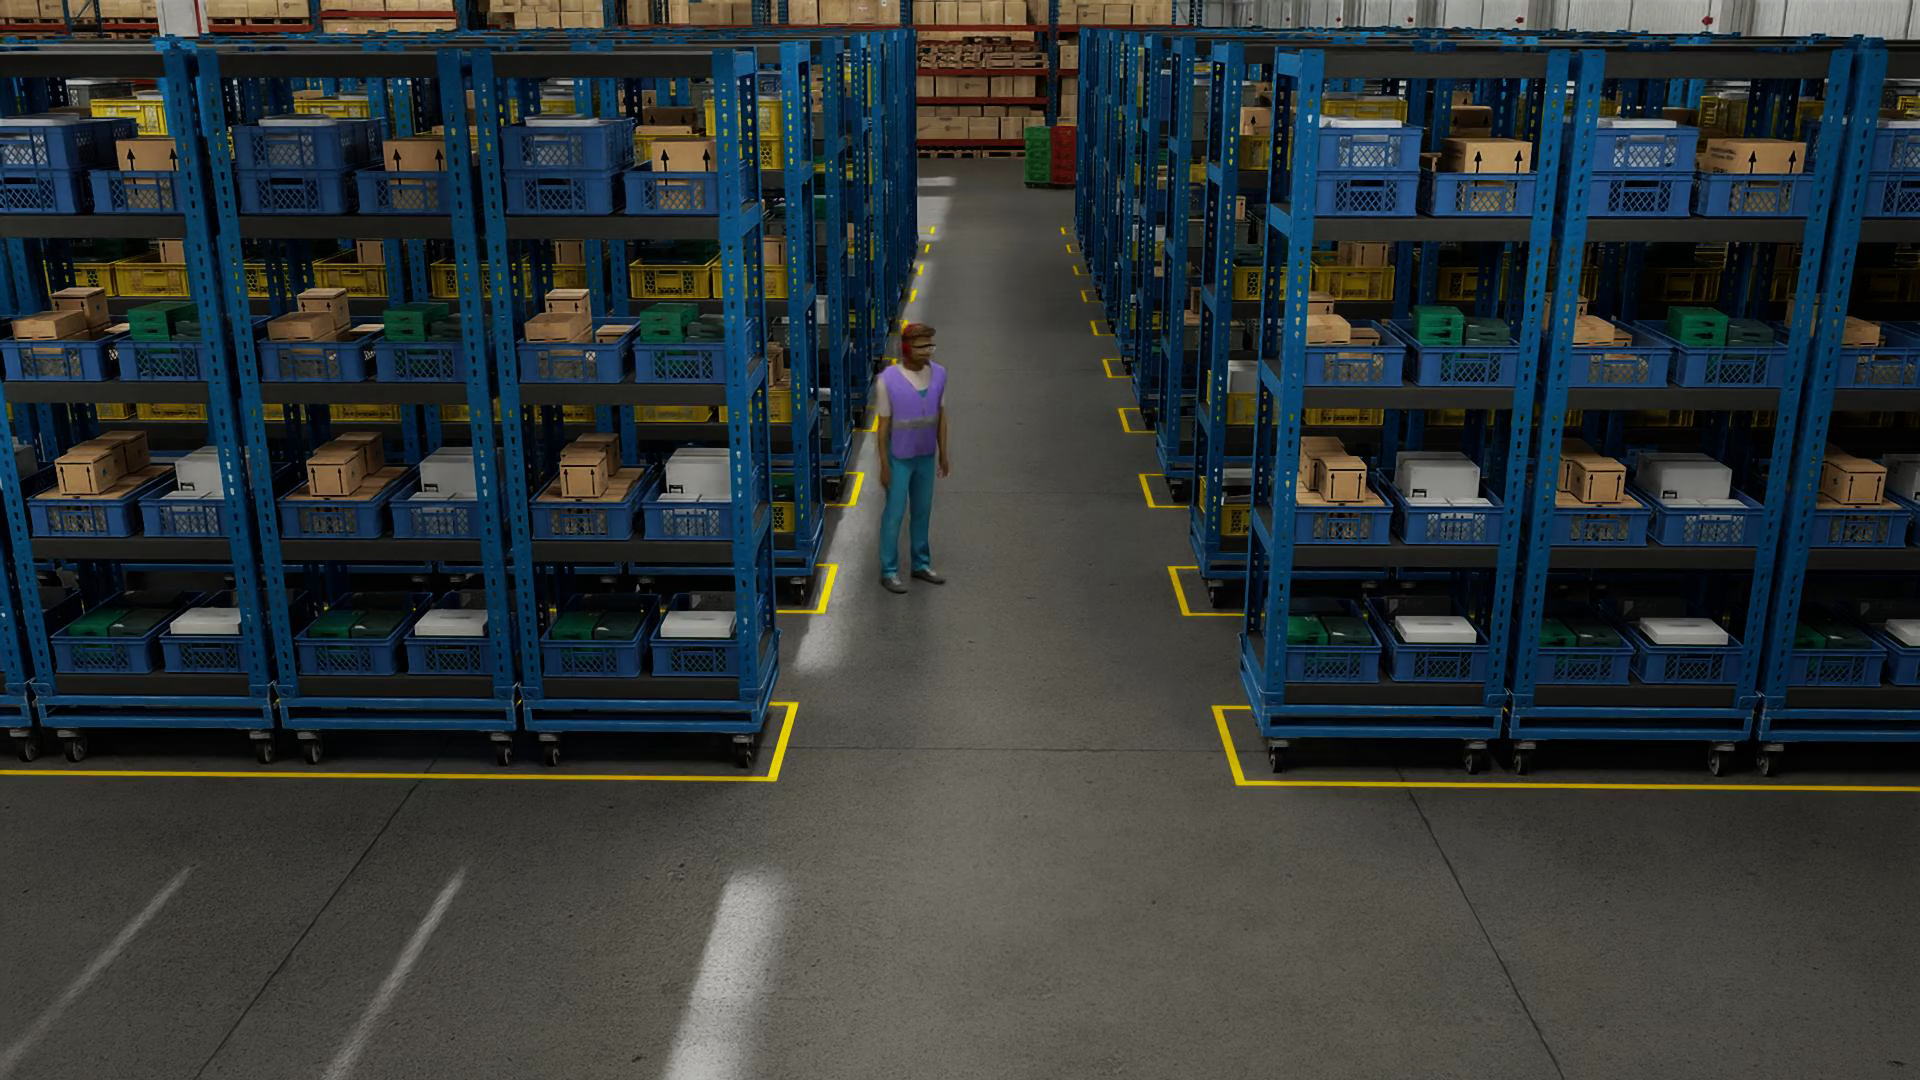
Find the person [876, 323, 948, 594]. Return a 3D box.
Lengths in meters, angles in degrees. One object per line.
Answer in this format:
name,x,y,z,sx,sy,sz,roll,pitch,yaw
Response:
person,-0.329,-0.553,11.134,0.574,1.832,0.408,-14,22,-38
